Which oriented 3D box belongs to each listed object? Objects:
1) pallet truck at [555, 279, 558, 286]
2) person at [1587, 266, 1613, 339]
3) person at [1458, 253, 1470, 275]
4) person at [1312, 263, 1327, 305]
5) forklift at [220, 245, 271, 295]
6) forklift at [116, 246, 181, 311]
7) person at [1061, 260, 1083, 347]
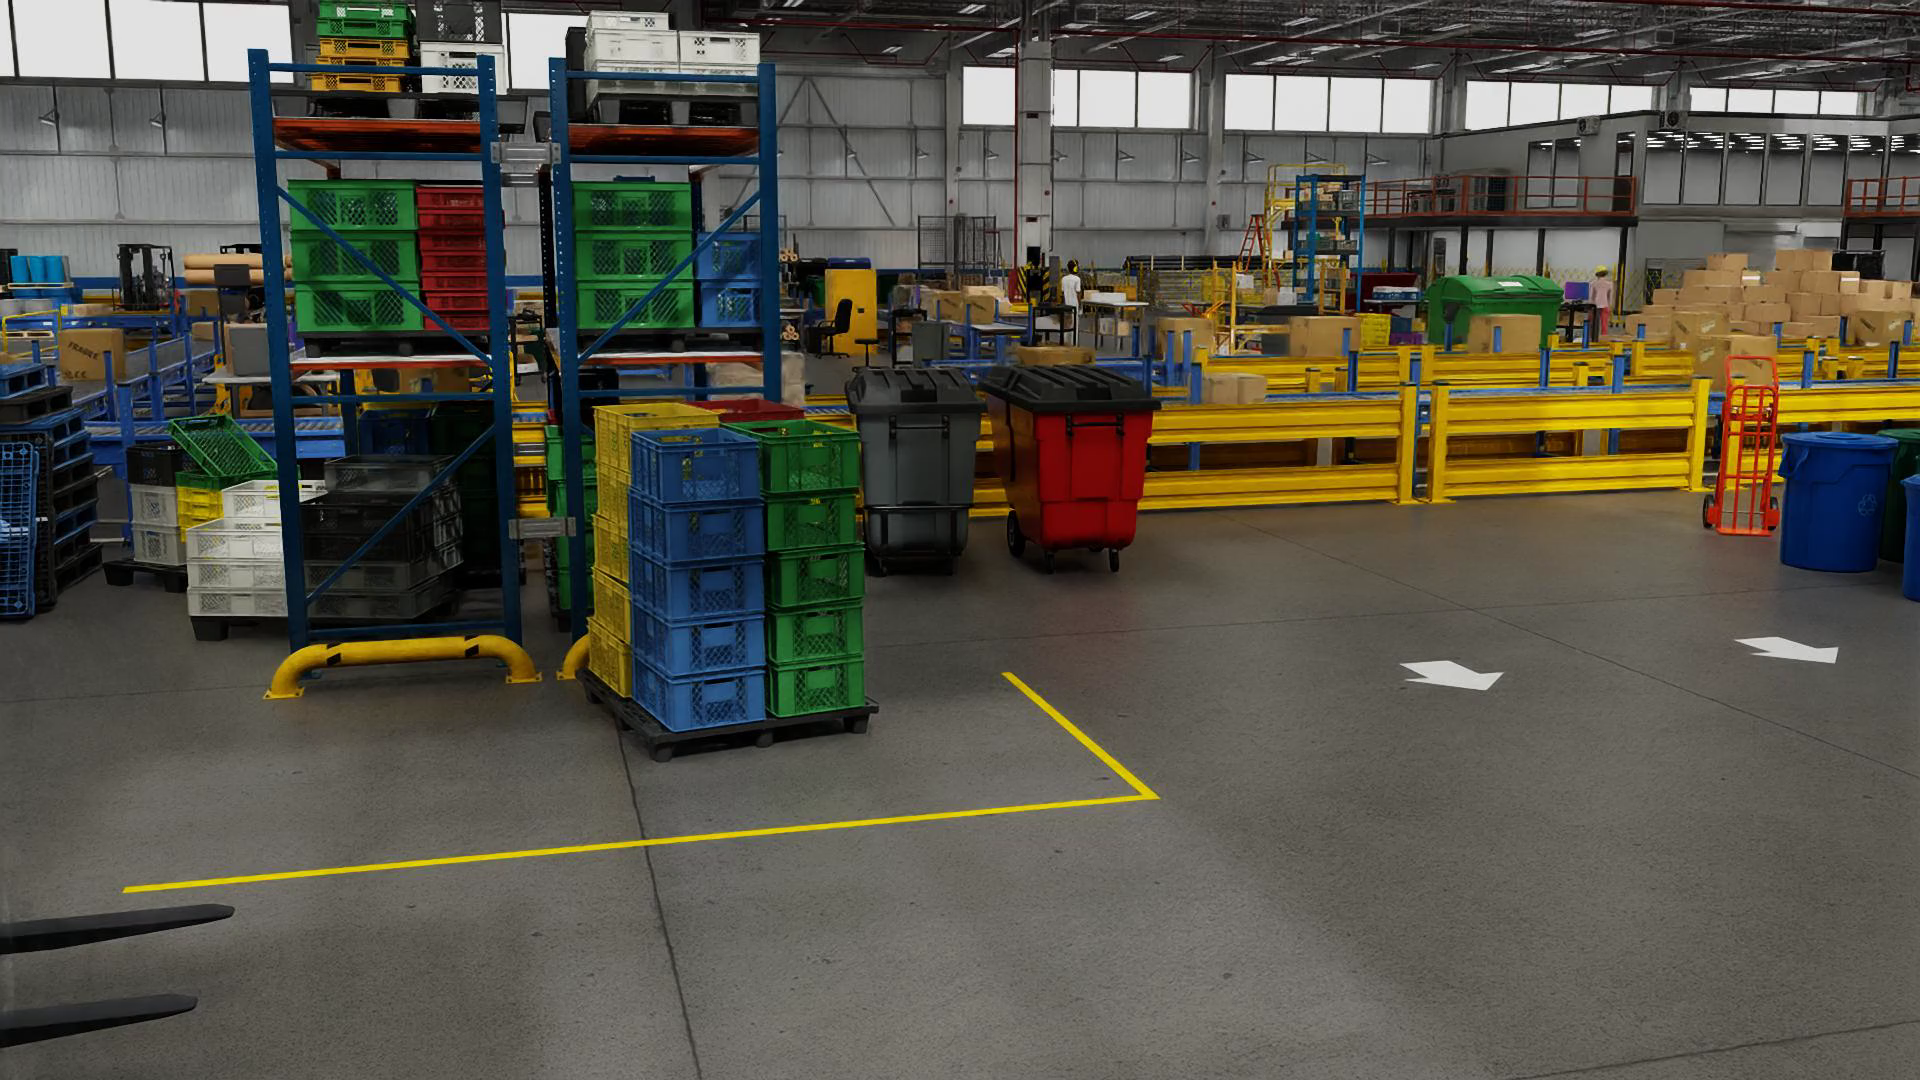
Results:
[{"bbox_3d":[-10.604,-6.375,44.520,0.653,1.274,1.630,-3,10,-15],"label":"pallet truck"},{"bbox_3d":[13.111,-4.765,34.187,0.548,1.716,0.911,0,10,0],"label":"person"},{"bbox_3d":[17.406,-8.973,57.493,0.381,1.917,0.584,7,12,34],"label":"person"},{"bbox_3d":[11.356,-8.082,52.680,0.583,1.827,0.989,9,14,43],"label":"person"},{"bbox_3d":[-17.749,-6.334,41.440,1.157,1.987,2.680,-3,10,-17],"label":"forklift"},{"bbox_3d":[-19.966,-6.232,40.894,1.157,1.987,2.680,-3,10,-15],"label":"forklift"},{"bbox_3d":[2.168,-4.439,31.953,0.328,1.872,0.509,-9,14,-43],"label":"person"}]
